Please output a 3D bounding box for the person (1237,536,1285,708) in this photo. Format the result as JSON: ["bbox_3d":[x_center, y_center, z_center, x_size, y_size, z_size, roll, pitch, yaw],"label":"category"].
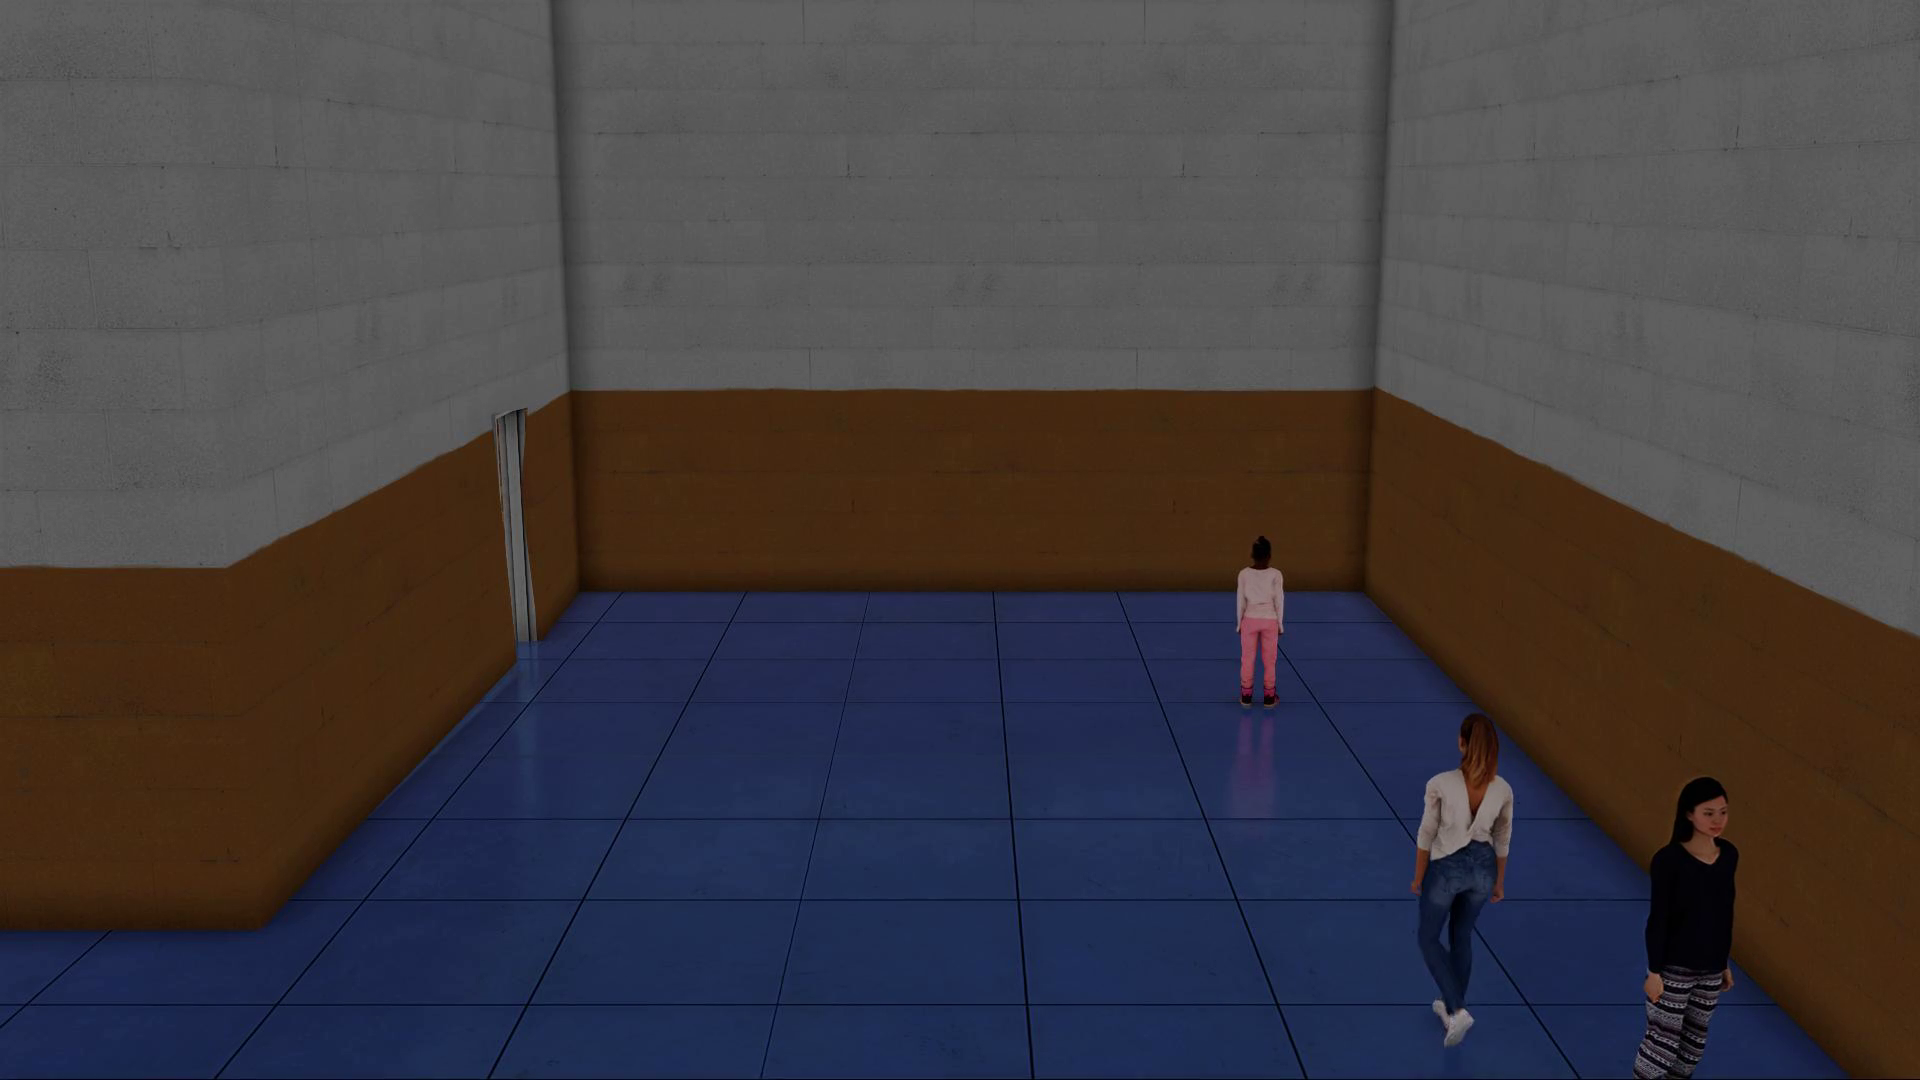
[{"bbox_3d":[2.507,0.668,13.887,0.505,1.455,0.647,3,12,14],"label":"person"}]

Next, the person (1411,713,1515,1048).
[{"bbox_3d":[2.510,1.721,8.275,0.816,1.708,0.711,-1,12,-3],"label":"person"}]

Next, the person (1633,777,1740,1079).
[{"bbox_3d":[3.254,1.881,7.453,0.562,1.733,0.727,-4,13,-18],"label":"person"}]
